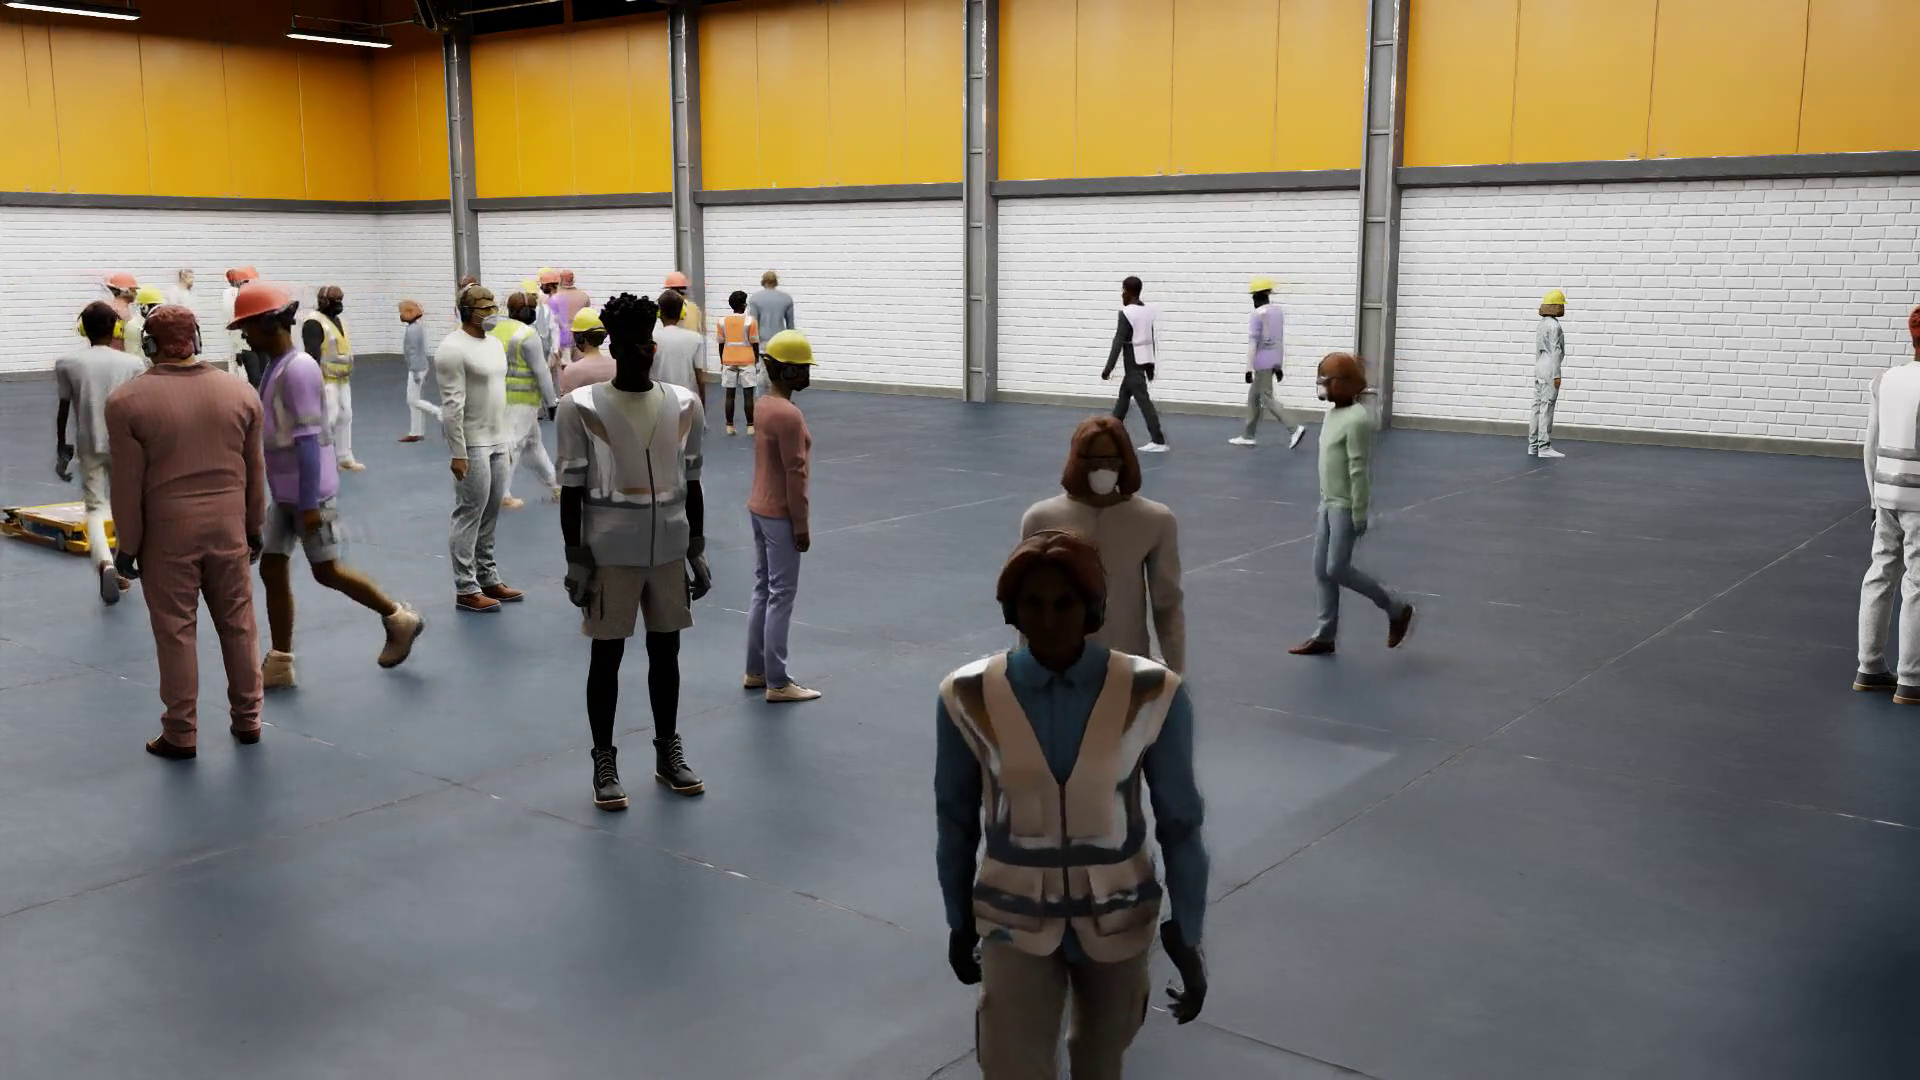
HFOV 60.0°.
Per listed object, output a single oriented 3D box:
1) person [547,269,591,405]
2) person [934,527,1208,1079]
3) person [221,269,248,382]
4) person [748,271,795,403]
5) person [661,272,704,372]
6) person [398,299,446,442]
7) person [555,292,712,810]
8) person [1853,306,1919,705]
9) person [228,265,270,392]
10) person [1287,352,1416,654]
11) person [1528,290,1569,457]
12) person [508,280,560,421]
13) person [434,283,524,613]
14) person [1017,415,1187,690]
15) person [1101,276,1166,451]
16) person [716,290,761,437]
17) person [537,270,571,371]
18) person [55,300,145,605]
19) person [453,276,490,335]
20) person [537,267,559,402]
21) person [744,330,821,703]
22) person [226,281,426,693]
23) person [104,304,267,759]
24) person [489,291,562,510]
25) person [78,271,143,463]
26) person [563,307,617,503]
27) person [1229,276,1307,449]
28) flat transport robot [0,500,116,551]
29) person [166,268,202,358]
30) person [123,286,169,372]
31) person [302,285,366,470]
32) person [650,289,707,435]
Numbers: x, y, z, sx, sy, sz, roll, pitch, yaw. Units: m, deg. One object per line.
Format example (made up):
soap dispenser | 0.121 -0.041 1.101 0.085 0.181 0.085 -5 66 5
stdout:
person | -5.412 -2.776 22.959 0.644 1.908 0.408 -8 13 -40
person | 0.209 0.759 3.269 0.523 1.595 0.855 1 10 3
person | -11.154 -3.237 25.705 0.579 1.884 0.352 7 12 35
person | -2.569 -2.709 22.647 0.657 1.883 1.026 -3 10 -18
person | -3.158 -2.003 18.439 0.673 1.914 0.548 4 11 24
person | -6.033 -1.888 18.643 0.558 1.613 0.498 -2 10 -10
person | -1.242 0.038 6.402 0.606 1.966 0.367 -6 12 -33
person | 4.504 -0.167 7.834 0.351 1.883 0.577 -2 10 -12
person | -8.588 -2.323 20.097 0.672 1.979 0.634 3 10 15
person | 2.050 -0.173 8.659 0.558 1.613 0.498 -1 10 -3
person | 6.169 -1.737 17.382 0.297 1.744 0.487 0 10 -3
person | -5.460 -2.431 21.332 0.591 1.787 0.949 -6 11 -30
person | -2.860 -0.550 9.903 0.357 1.938 0.638 2 10 12
person | 0.448 0.423 5.180 0.522 1.603 0.715 0 10 -3
person | 1.825 -1.896 17.940 1.005 1.864 0.608 6 12 32
person | -2.558 -2.043 19.303 0.529 1.694 0.321 3 10 15
person | -5.497 -2.649 22.253 0.946 1.885 0.561 1 10 6
person | -5.206 -0.533 10.107 0.537 1.839 0.842 -5 11 -28
person | -6.218 -2.438 21.187 0.429 1.839 0.633 3 10 18
person | -5.917 -2.933 23.816 0.382 1.923 0.593 -5 11 -25
person | -0.831 -0.115 7.913 0.359 1.757 0.521 -4 11 -24
person | -3.116 -0.263 8.096 0.933 2.000 0.629 -7 12 -36
person | -3.250 -0.035 7.012 0.410 1.905 0.641 9 13 42
person | -3.572 -1.168 13.913 0.949 1.792 0.658 -9 13 -41
person | -8.430 -1.727 16.775 1.090 1.935 0.603 -7 12 -33
person | -2.361 -0.611 10.759 0.317 1.769 0.522 7 12 34
person | 3.381 -1.936 18.131 0.926 1.884 0.581 8 12 37
flat transport robot | -6.430 -0.119 12.242 1.431 0.197 0.652 8 13 39
person | -12.368 -3.396 26.625 0.425 1.884 0.656 2 10 11
person | -7.542 -1.505 15.840 0.821 1.801 0.621 0 10 2
person | -6.202 -1.560 16.153 0.645 1.822 0.652 1 10 6
person | -2.230 -0.960 12.559 0.541 1.840 0.732 -6 11 -30
